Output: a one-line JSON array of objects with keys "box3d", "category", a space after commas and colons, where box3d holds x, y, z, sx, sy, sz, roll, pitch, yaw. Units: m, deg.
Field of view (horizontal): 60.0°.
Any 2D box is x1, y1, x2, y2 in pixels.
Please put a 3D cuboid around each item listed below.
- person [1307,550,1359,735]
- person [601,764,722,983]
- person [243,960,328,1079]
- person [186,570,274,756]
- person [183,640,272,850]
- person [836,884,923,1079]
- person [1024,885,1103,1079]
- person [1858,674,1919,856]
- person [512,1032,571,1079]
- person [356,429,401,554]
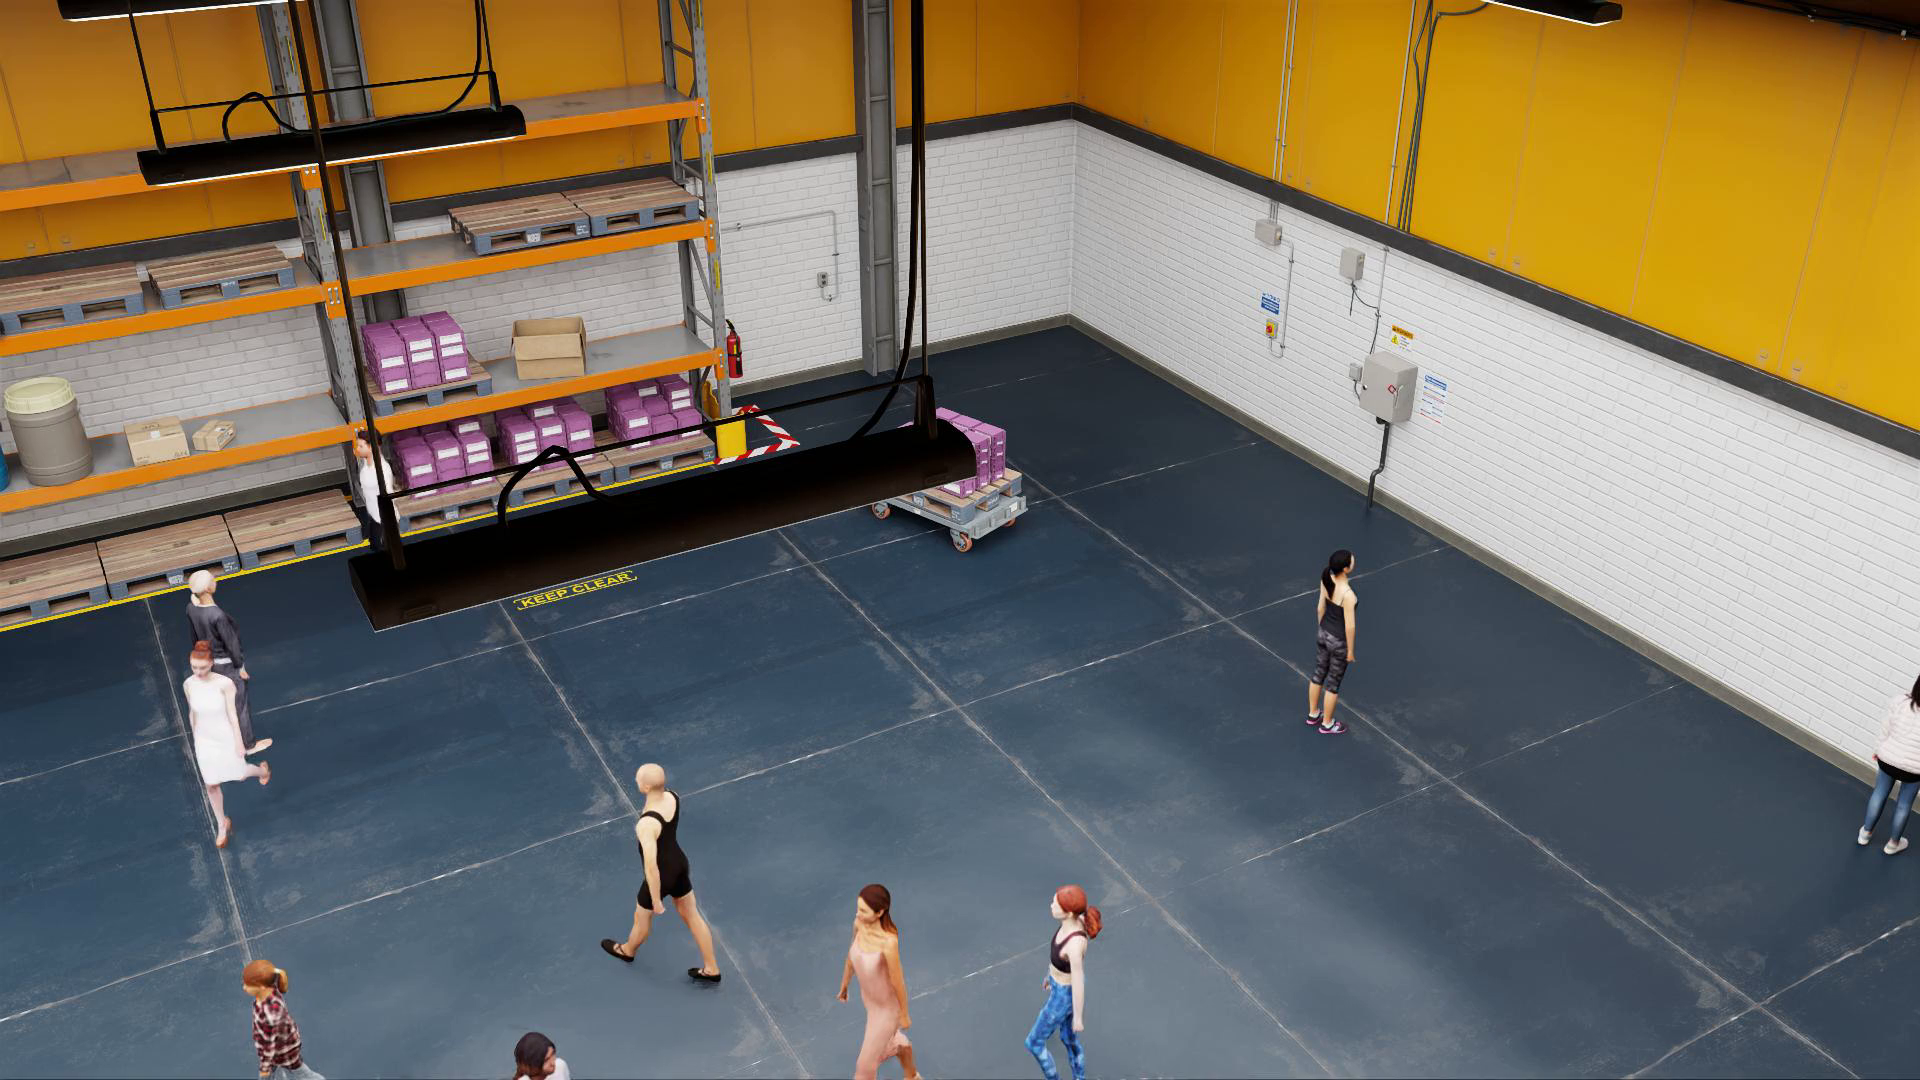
[{"box3d": [3.165, 0.852, 14.123, 0.538, 1.729, 0.564, -14, 32, -25], "category": "person"}, {"box3d": [-1.934, 2.331, 11.383, 1.195, 1.757, 1.186, 10, 30, 18], "category": "person"}, {"box3d": [-4.180, 3.145, 10.398, 0.878, 1.272, 0.549, -14, 32, -24], "category": "person"}, {"box3d": [-6.146, 1.008, 13.840, 0.679, 1.727, 0.708, 11, 31, 20], "category": "person"}, {"box3d": [-5.647, 1.518, 12.861, 1.030, 1.769, 1.025, 4, 29, 8], "category": "person"}, {"box3d": [-0.403, 2.857, 10.375, 0.975, 1.800, 0.652, -17, 33, -29], "category": "person"}, {"box3d": [0.741, 2.873, 10.374, 0.809, 1.772, 0.743, 3, 29, 6], "category": "person"}, {"box3d": [7.239, 1.669, 12.724, 0.681, 1.635, 0.641, 25, 37, 38], "category": "person"}, {"box3d": [-2.388, 3.438, 9.396, 0.832, 1.717, 0.773, 12, 31, 21], "category": "person"}, {"box3d": [-5.490, -0.243, 16.017, 0.940, 1.838, 0.696, -17, 33, -29], "category": "person"}]
